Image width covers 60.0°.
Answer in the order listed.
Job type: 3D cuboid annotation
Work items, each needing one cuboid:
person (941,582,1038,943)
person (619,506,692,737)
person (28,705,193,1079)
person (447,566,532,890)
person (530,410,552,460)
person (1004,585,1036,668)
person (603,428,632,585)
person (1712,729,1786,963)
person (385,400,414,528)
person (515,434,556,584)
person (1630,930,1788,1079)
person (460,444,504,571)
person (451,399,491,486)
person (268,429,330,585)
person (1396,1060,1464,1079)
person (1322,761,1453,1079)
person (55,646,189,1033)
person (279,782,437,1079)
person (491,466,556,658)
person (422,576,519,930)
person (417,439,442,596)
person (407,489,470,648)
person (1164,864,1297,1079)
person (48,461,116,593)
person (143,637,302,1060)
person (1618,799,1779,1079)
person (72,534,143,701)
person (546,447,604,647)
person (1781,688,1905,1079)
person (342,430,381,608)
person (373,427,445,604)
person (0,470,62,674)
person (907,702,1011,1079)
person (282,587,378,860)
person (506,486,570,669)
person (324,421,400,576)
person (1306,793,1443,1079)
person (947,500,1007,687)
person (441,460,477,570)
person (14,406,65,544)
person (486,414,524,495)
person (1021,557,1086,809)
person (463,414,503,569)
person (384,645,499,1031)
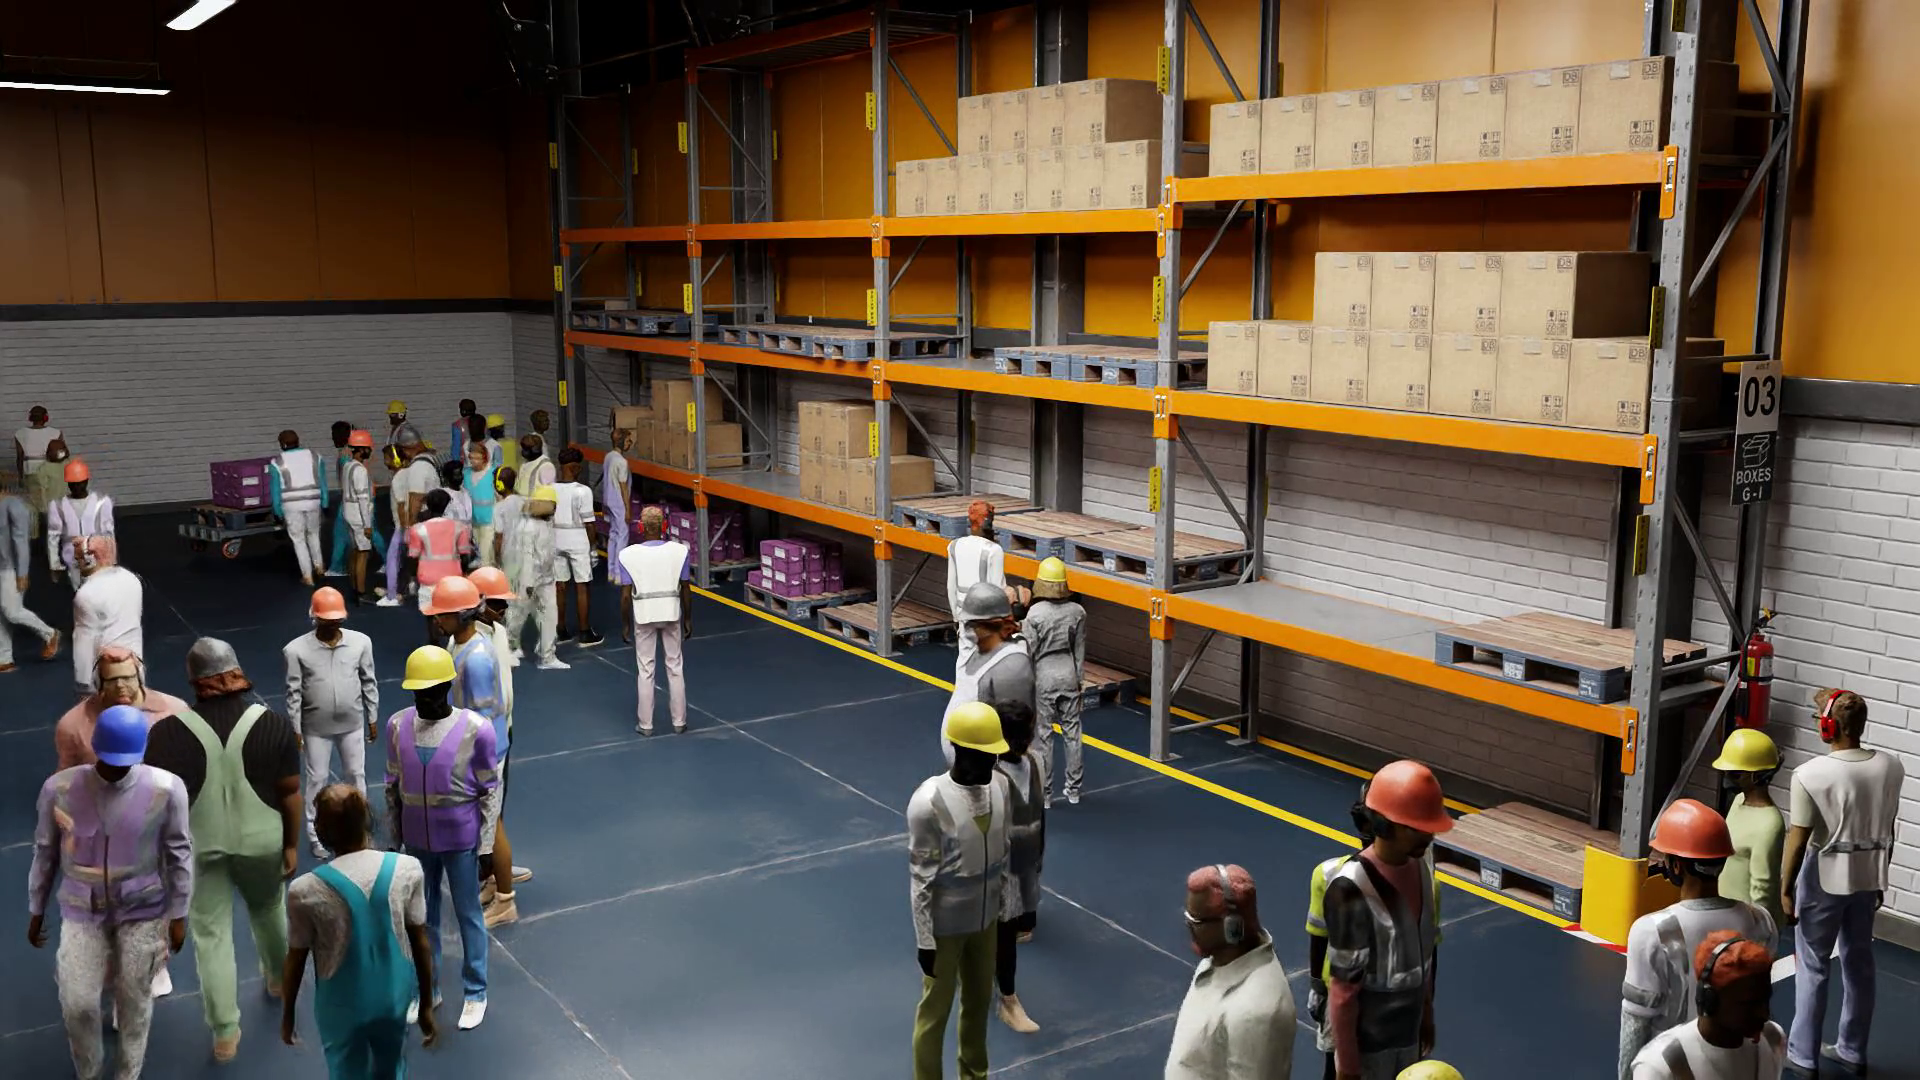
[{"bbox_3d":[0.163,1.215,9.288,0.538,2.000,0.691,-2,10,-11],"label":"person"},{"bbox_3d":[-2.402,0.650,13.170,0.565,1.846,0.390,-3,10,-18],"label":"person"},{"bbox_3d":[-3.699,1.631,7.245,0.687,1.900,0.488,-3,10,-18],"label":"person"},{"bbox_3d":[-2.812,1.138,9.910,0.407,1.986,0.617,2,10,11],"label":"person"},{"bbox_3d":[-5.391,-0.752,21.406,0.344,1.847,0.504,-1,10,-3],"label":"person"},{"bbox_3d":[0.330,1.108,11.122,0.317,1.629,0.508,-3,10,-19],"label":"person"},{"bbox_3d":[-3.952,-0.388,19.308,0.348,1.836,0.517,-6,12,-34],"label":"person"},{"bbox_3d":[3.451,1.689,7.346,0.339,1.761,0.530,3,10,15],"label":"person"},{"bbox_3d":[-7.776,-1.043,23.180,0.403,1.824,0.594,-7,12,-35],"label":"person"},{"bbox_3d":[-4.771,-0.285,18.727,0.430,1.836,0.625,-8,12,-38],"label":"person"},{"bbox_3d":[2.188,2.045,4.909,0.582,1.877,0.354,-5,11,-25],"label":"person"},{"bbox_3d":[-5.190,-0.175,18.216,0.615,1.787,0.980,5,11,25],"label":"person"},{"bbox_3d":[-6.830,-1.052,23.208,0.430,1.836,0.637,7,12,35],"label":"person"},{"bbox_3d":[-7.664,-0.375,19.264,0.645,1.818,0.465,-8,13,-40],"label":"person"},{"bbox_3d":[1.197,2.203,4.391,0.322,1.737,0.484,-4,10,-22],"label":"person"},{"bbox_3d":[1.559,1.776,6.044,0.410,2.030,0.611,9,13,44],"label":"person"},{"bbox_3d":[-4.095,1.467,8.306,0.648,1.878,0.846,-7,12,-34],"label":"person"},{"bbox_3d":[-2.356,1.809,6.458,0.510,1.810,0.755,-8,13,-40],"label":"person"},{"bbox_3d":[-4.148,0.220,15.707,0.536,1.848,0.571,5,11,28],"label":"person"},{"bbox_3d":[-2.779,1.201,9.420,0.434,2.033,0.609,-4,10,-21],"label":"person"},{"bbox_3d":[-5.967,-0.247,18.670,0.315,1.769,0.524,1,10,5],"label":"person"},{"bbox_3d":[-4.786,0.365,15.301,0.546,1.677,0.355,-8,12,-38],"label":"person"},{"bbox_3d":[0.854,1.958,5.378,0.397,1.895,0.683,0,10,2],"label":"person"},{"bbox_3d":[-8.371,0.174,15.871,0.565,1.884,1.018,-3,10,-19],"label":"person"},{"bbox_3d":[-3.597,1.407,8.161,0.681,2.000,0.978,-5,11,-25],"label":"person"},{"bbox_3d":[2.545,1.857,5.856,0.543,1.929,0.386,-2,10,-10],"label":"person"},{"bbox_3d":[-5.955,0.886,11.702,0.489,1.881,0.649,1,10,3],"label":"person"},{"bbox_3d":[-3.790,0.069,16.252,0.602,1.958,0.381,4,10,22],"label":"person"},{"bbox_3d":[4.041,1.596,7.654,0.562,1.836,0.393,-2,10,-12],"label":"person"},{"bbox_3d":[-6.509,-0.234,18.127,0.387,1.929,0.546,-6,12,-33],"label":"person"},{"bbox_3d":[-5.863,-0.283,18.082,1.042,2.000,0.700,-2,10,-11],"label":"person"},{"bbox_3d":[-8.679,0.268,15.204,0.640,1.919,0.623,4,11,25],"label":"person"},{"bbox_3d":[0.029,1.630,7.220,0.592,1.918,0.396,-9,13,-44],"label":"person"},{"bbox_3d":[-3.968,1.148,10.549,0.566,1.744,0.350,-6,12,-33],"label":"person"},{"bbox_3d":[-3.987,0.347,15.392,0.721,1.697,0.588,2,10,14],"label":"person"},{"bbox_3d":[-7.188,-0.483,19.817,0.943,1.891,0.581,0,10,1],"label":"person"},{"bbox_3d":[1.662,1.828,6.721,0.536,1.691,0.320,3,10,15],"label":"person"},{"bbox_3d":[0.159,0.621,13.223,0.573,1.887,0.356,8,13,40],"label":"person"},{"bbox_3d":[-5.265,0.006,17.389,0.320,1.698,0.531,4,10,22],"label":"person"},{"bbox_3d":[-12.195,-0.861,22.088,0.580,1.832,0.399,-4,10,-23],"label":"person"},{"bbox_3d":[-5.688,-0.631,20.623,1.005,1.867,0.591,8,13,41],"label":"person"},{"bbox_3d":[0.633,0.984,11.515,0.487,1.744,0.314,-4,11,-23],"label":"person"},{"bbox_3d":[-5.786,-0.586,20.221,0.597,1.914,0.373,5,11,29],"label":"person"},{"bbox_3d":[-2.558,1.457,8.197,0.585,1.927,0.366,2,10,9],"label":"person"}]
